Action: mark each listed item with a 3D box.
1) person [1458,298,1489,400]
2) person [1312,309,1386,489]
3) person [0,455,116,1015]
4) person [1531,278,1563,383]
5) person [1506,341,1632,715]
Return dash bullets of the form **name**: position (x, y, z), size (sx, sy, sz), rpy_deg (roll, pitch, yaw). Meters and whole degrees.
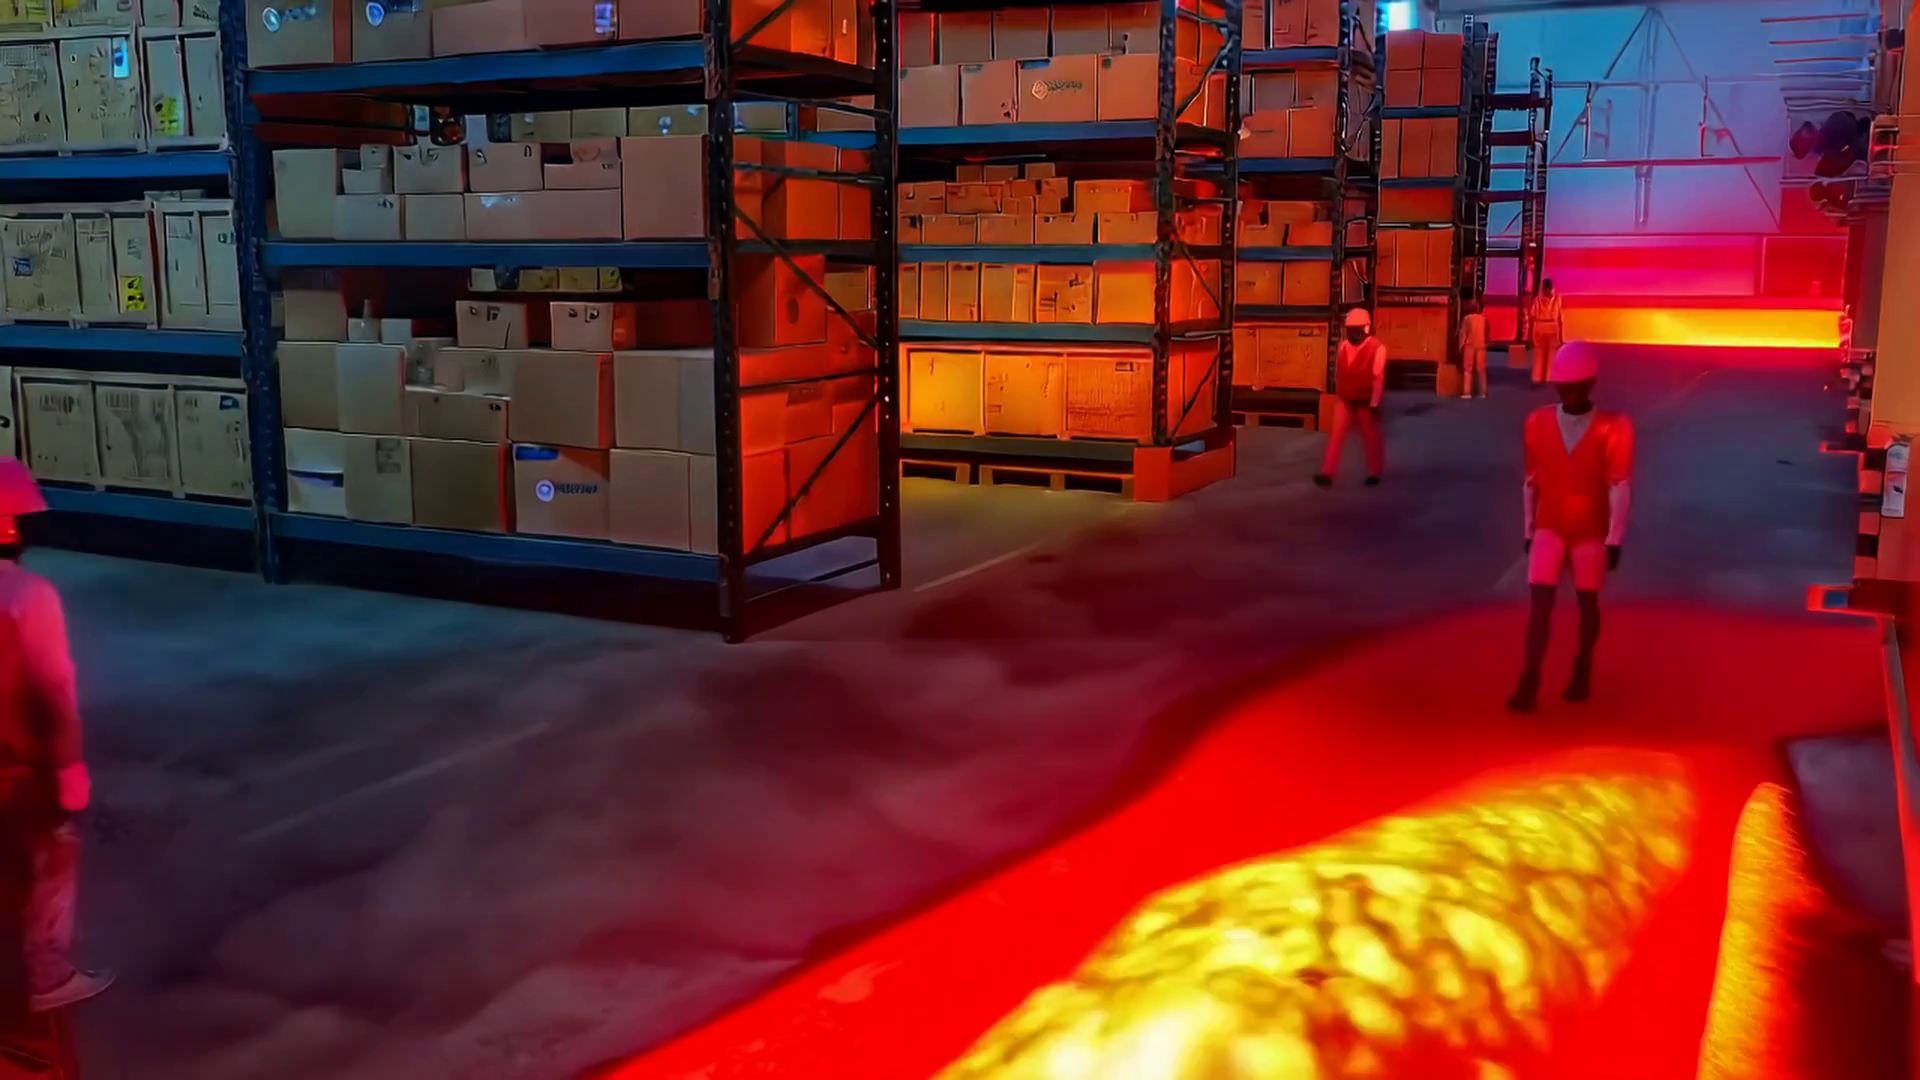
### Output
- **person**: position (8.182, -3.039, 26.486), size (0.525, 1.627, 0.326), rpy_deg (-3, 10, -16)
- **person**: position (3.898, -1.387, 16.464), size (0.958, 1.778, 0.616), rpy_deg (-10, 14, -44)
- **person**: position (-2.882, 0.617, 4.975), size (0.570, 1.735, 0.509), rpy_deg (5, 11, 28)
- **person**: position (10.558, -3.767, 29.967), size (0.563, 1.885, 1.012), rpy_deg (4, 11, 24)
- **person**: position (3.074, -0.053, 8.410), size (0.564, 1.883, 0.975), rpy_deg (7, 12, 34)
